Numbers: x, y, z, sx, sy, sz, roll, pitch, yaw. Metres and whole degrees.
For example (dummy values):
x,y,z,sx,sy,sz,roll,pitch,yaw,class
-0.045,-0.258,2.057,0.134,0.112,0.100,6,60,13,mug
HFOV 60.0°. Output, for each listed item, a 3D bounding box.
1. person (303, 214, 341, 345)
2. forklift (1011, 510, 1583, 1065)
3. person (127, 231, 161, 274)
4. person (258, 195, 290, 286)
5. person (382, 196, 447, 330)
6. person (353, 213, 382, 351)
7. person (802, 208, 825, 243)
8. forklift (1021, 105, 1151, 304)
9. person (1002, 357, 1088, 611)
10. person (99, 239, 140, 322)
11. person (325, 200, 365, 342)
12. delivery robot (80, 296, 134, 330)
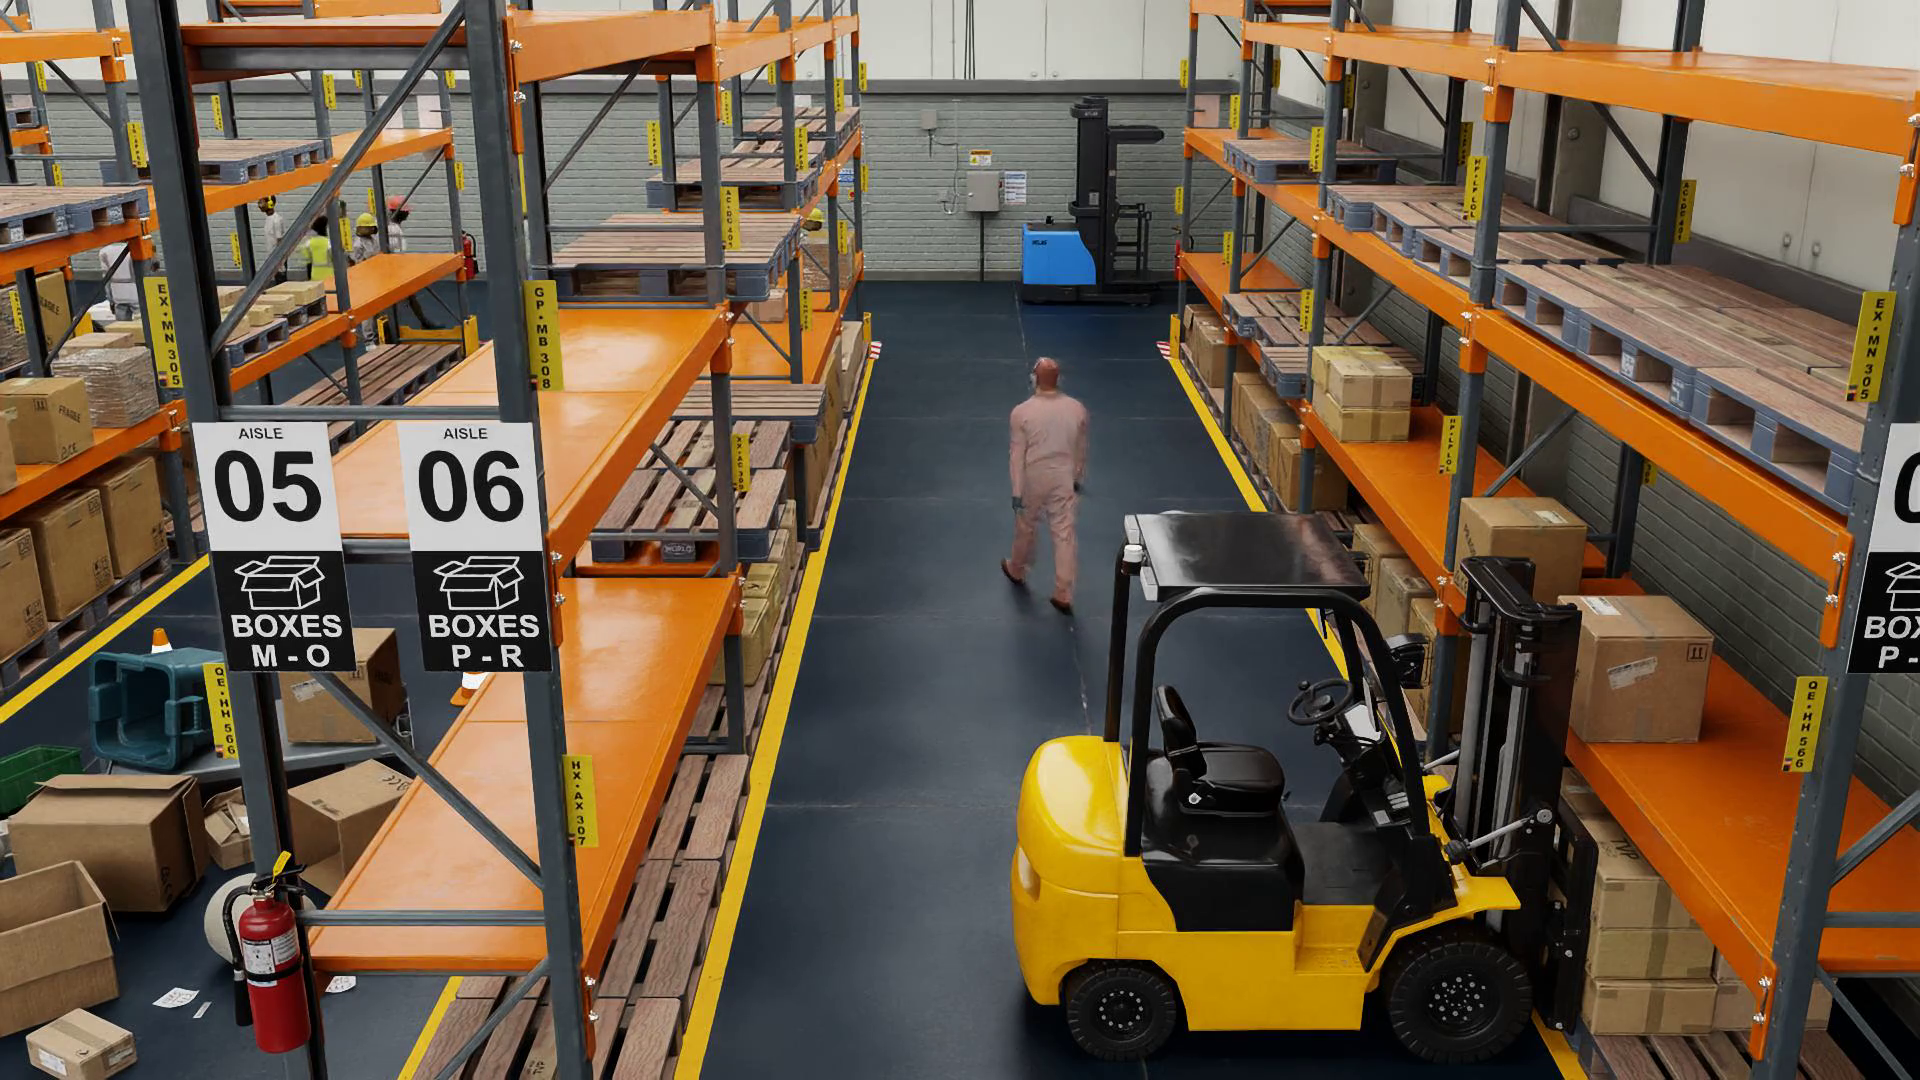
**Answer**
x,y,z,sx,sy,sz,roll,pitch,yaw,class
-8.251,-3.383,21.605,0.530,1.667,0.741,5,19,14,person
1.387,1.055,7.378,2.313,2.155,1.214,0,18,0,forklift
-11.952,-4.368,24.195,0.552,1.919,0.537,7,19,19,person
-9.255,-3.792,22.565,0.328,1.861,0.513,-12,22,-33,person
-7.370,-3.574,21.869,1.008,1.872,0.554,-2,18,-5,person
-7.490,-3.284,21.204,0.295,1.744,0.485,4,19,11,person
-1.909,-3.474,21.799,0.317,1.733,0.491,-1,18,-2,person
1.857,-4.944,24.441,1.873,2.768,1.129,0,18,0,forklift
0.633,-0.452,12.470,0.661,1.847,1.014,-6,19,-19,person
-9.794,-2.862,19.647,0.547,1.929,0.385,1,18,3,person
-8.103,-3.512,21.739,0.608,1.842,0.517,-8,20,-22,person
-11.250,-3.006,22.079,0.707,0.478,0.477,-3,18,-10,delivery robot
